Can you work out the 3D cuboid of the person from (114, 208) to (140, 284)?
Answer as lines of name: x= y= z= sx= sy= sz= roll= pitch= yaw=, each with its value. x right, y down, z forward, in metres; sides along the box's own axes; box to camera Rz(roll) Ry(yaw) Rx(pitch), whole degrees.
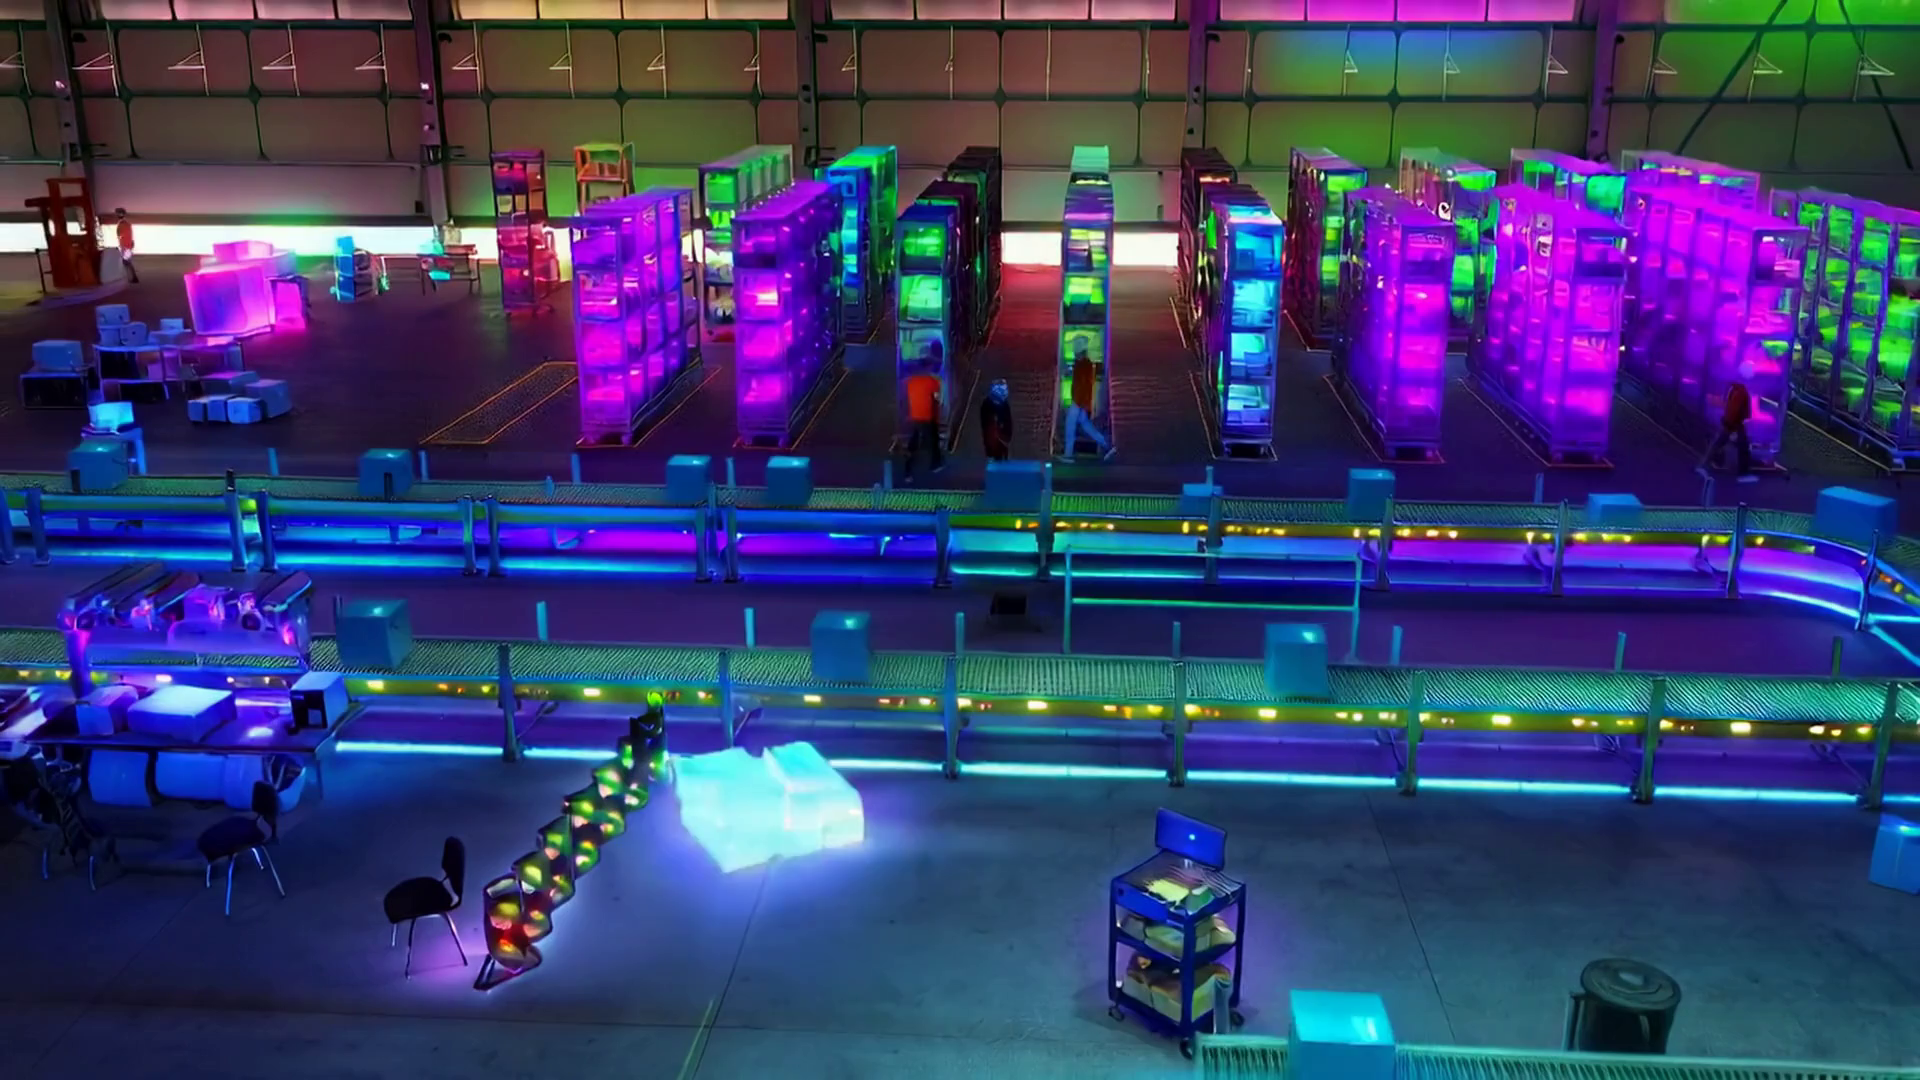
person: x=-21.111 y=-7.388 z=41.867 sx=0.759 sy=1.909 sz=0.565 roll=0 pitch=17 yaw=-1

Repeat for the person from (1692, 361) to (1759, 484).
person: x=11.151 y=-1.707 z=24.040 sx=0.902 sy=1.799 sz=0.602 roll=2 pitch=18 yaw=6

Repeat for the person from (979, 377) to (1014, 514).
person: x=0.478 y=-1.266 z=22.479 sx=0.512 sy=1.897 sz=0.651 roll=6 pitch=19 yaw=19

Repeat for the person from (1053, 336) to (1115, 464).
person: x=1.873 y=-2.090 z=24.961 sx=0.843 sy=1.963 sz=0.625 roll=5 pitch=18 yaw=15

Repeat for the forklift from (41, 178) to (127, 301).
forklift: x=-21.169 y=-7.262 z=39.886 sx=1.129 sy=2.768 sz=1.873 roll=1 pitch=18 yaw=4

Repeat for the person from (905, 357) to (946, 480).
person: x=-0.524 y=-1.781 z=24.300 sx=0.564 sy=1.797 sz=1.004 roll=8 pitch=19 yaw=23
